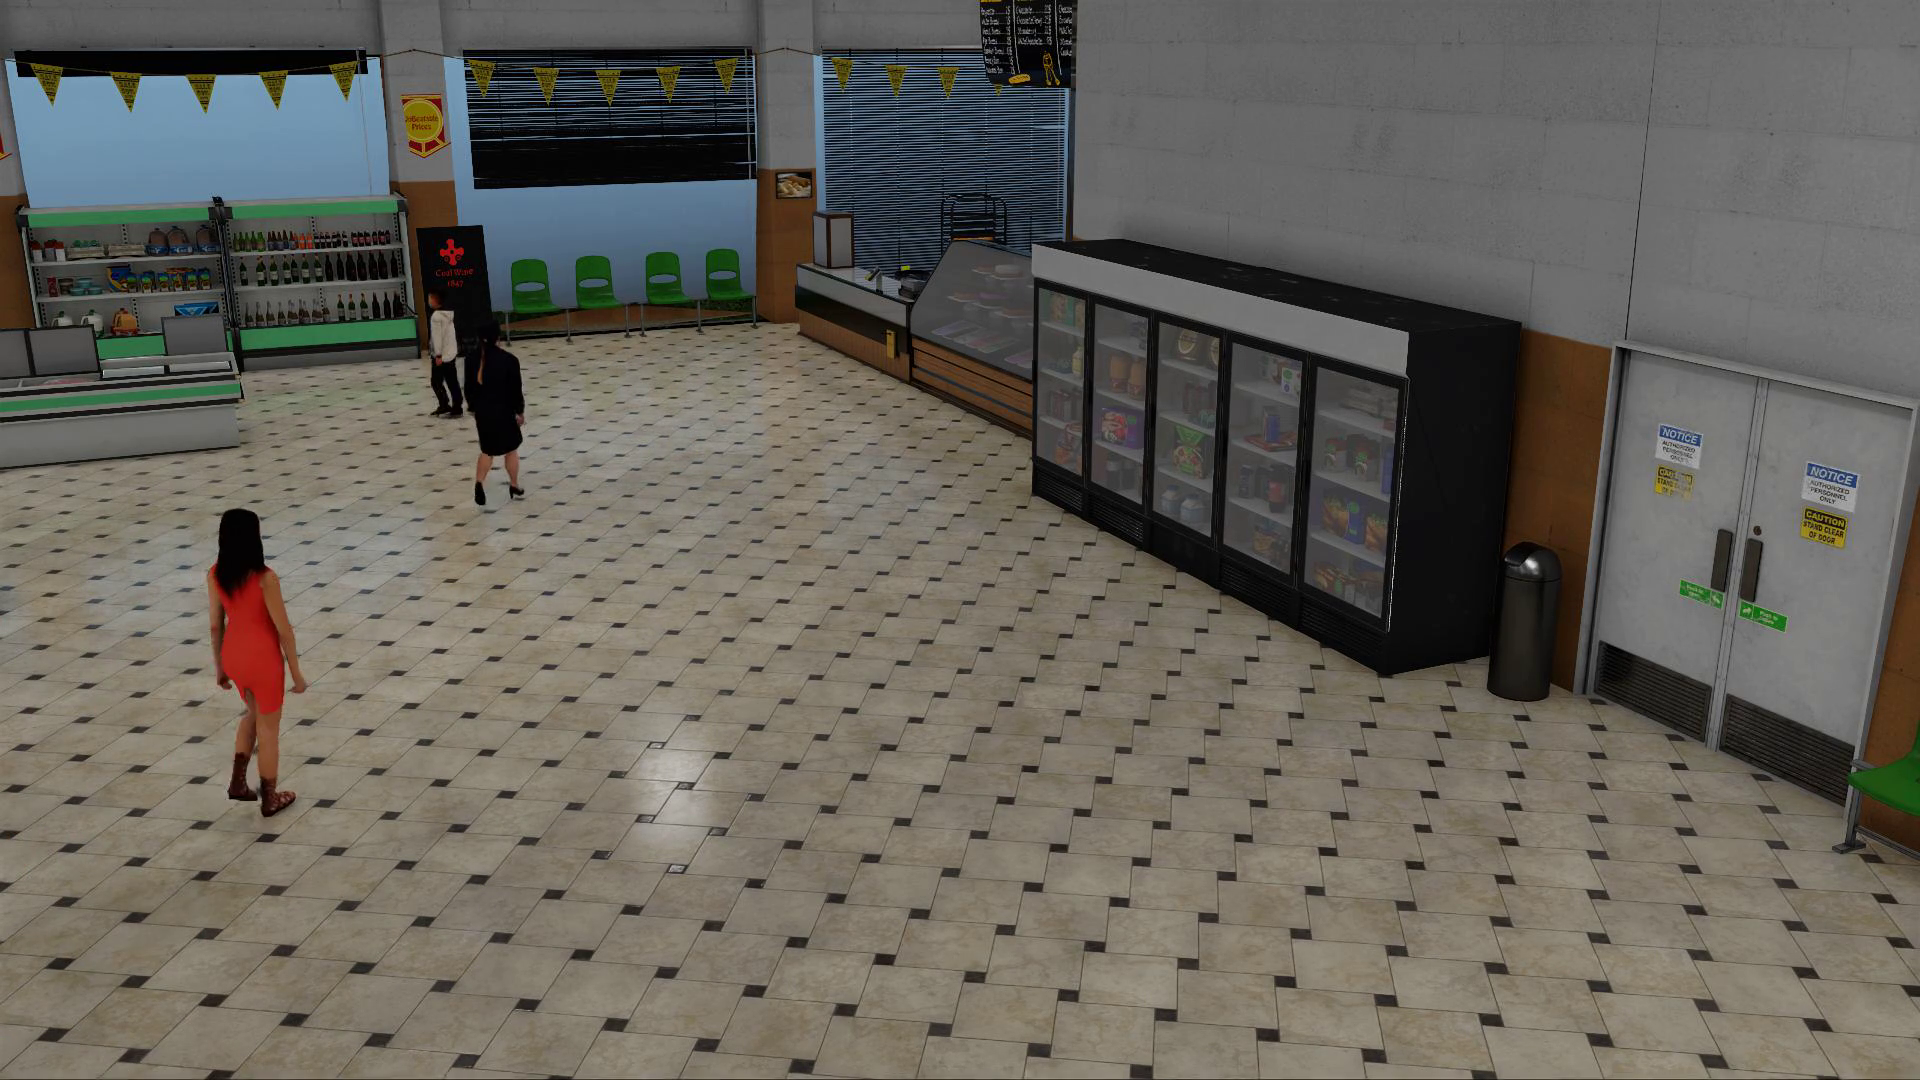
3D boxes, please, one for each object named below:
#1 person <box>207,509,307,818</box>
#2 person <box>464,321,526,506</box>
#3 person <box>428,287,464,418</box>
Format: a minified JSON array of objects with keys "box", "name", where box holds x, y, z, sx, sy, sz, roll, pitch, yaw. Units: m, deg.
[{"box":[-3.782,0.693,8.791,0.756,1.711,0.819,5,18,16],"name":"person"},{"box":[-4.160,-1.095,14.777,1.049,1.653,1.058,2,17,8],"name":"person"},{"box":[-5.609,-2.049,18.285,0.724,1.443,0.700,1,17,5],"name":"person"}]
